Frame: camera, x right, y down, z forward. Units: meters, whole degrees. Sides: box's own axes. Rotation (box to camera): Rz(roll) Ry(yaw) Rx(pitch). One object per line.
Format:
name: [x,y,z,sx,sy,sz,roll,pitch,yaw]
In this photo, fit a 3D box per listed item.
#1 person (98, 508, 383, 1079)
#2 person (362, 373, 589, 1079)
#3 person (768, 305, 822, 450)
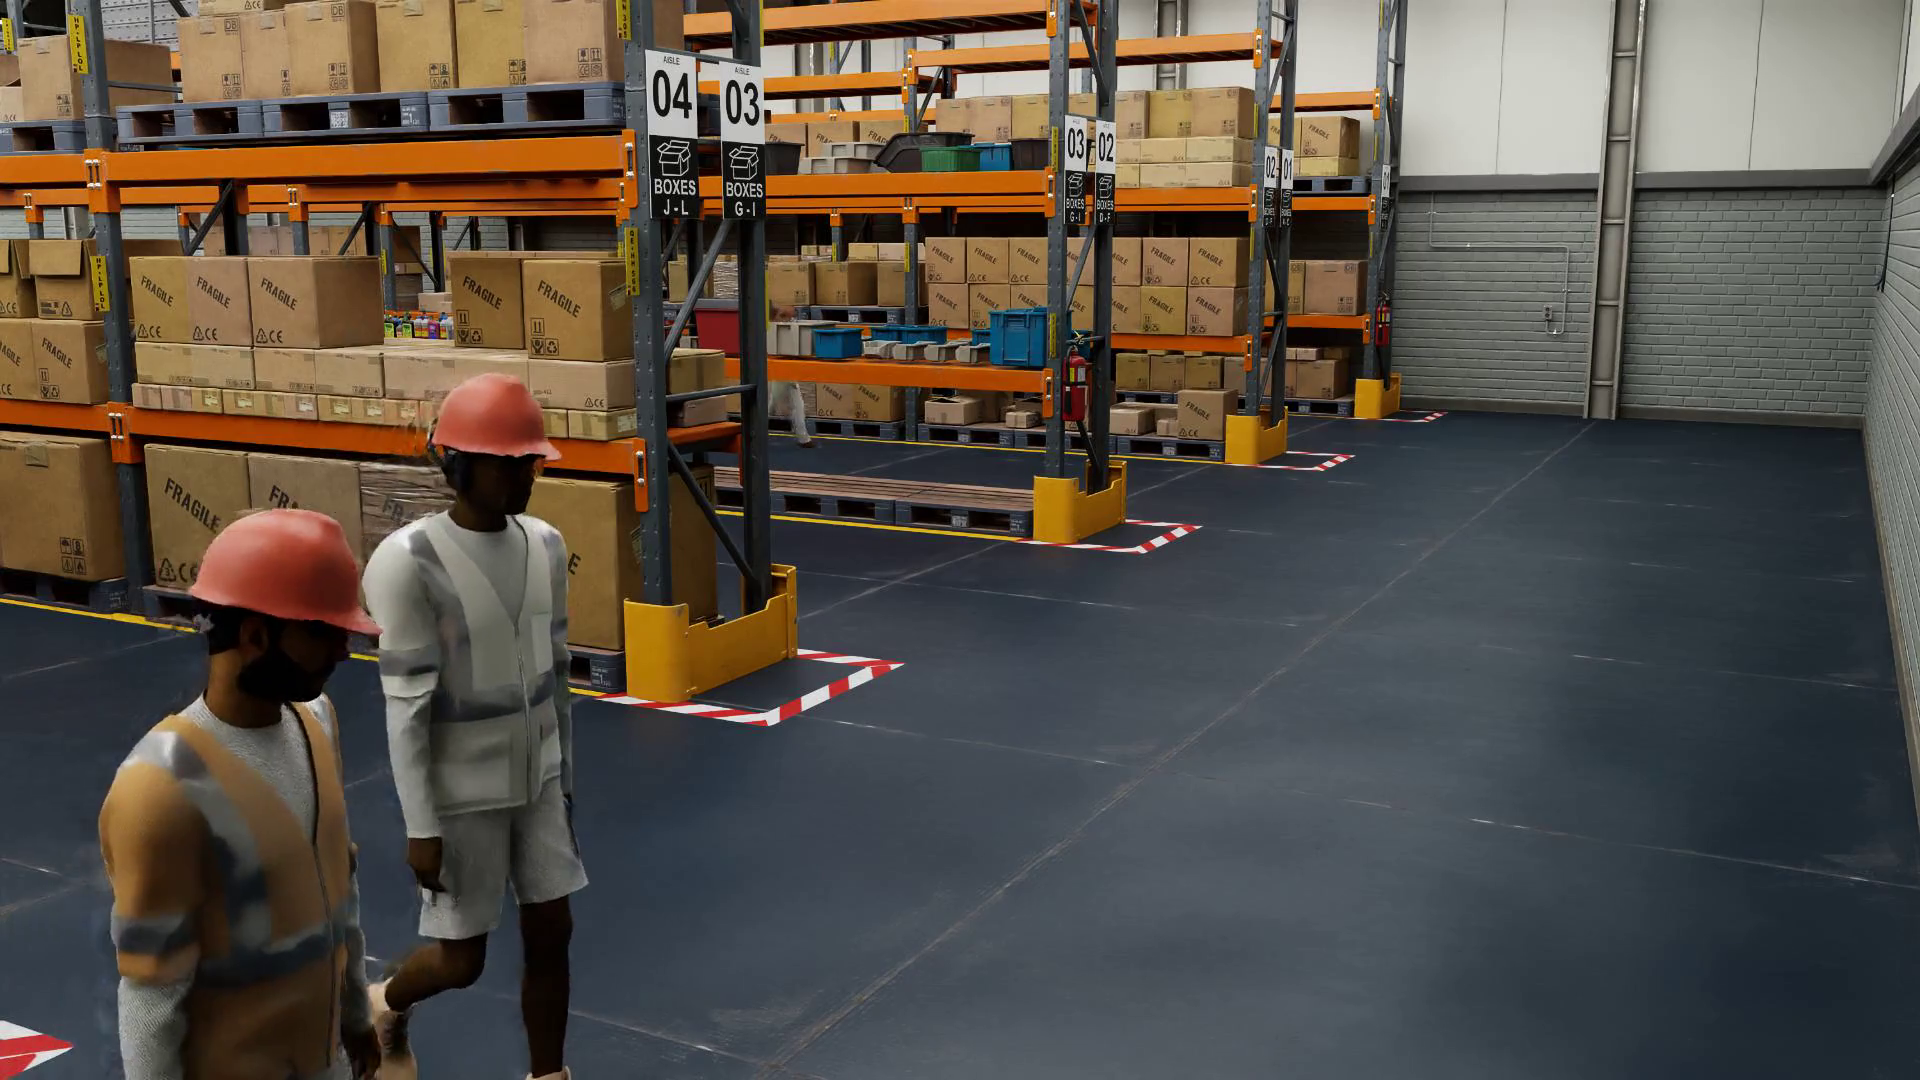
person: [-1.289,0.881,2.905,0.634,1.907,0.550,1,10,8]
person: [-1.225,0.586,4.186,0.759,2.023,0.617,7,12,32]
person: [-1.969,-1.778,18.248,0.821,1.597,0.499,3,11,15]
